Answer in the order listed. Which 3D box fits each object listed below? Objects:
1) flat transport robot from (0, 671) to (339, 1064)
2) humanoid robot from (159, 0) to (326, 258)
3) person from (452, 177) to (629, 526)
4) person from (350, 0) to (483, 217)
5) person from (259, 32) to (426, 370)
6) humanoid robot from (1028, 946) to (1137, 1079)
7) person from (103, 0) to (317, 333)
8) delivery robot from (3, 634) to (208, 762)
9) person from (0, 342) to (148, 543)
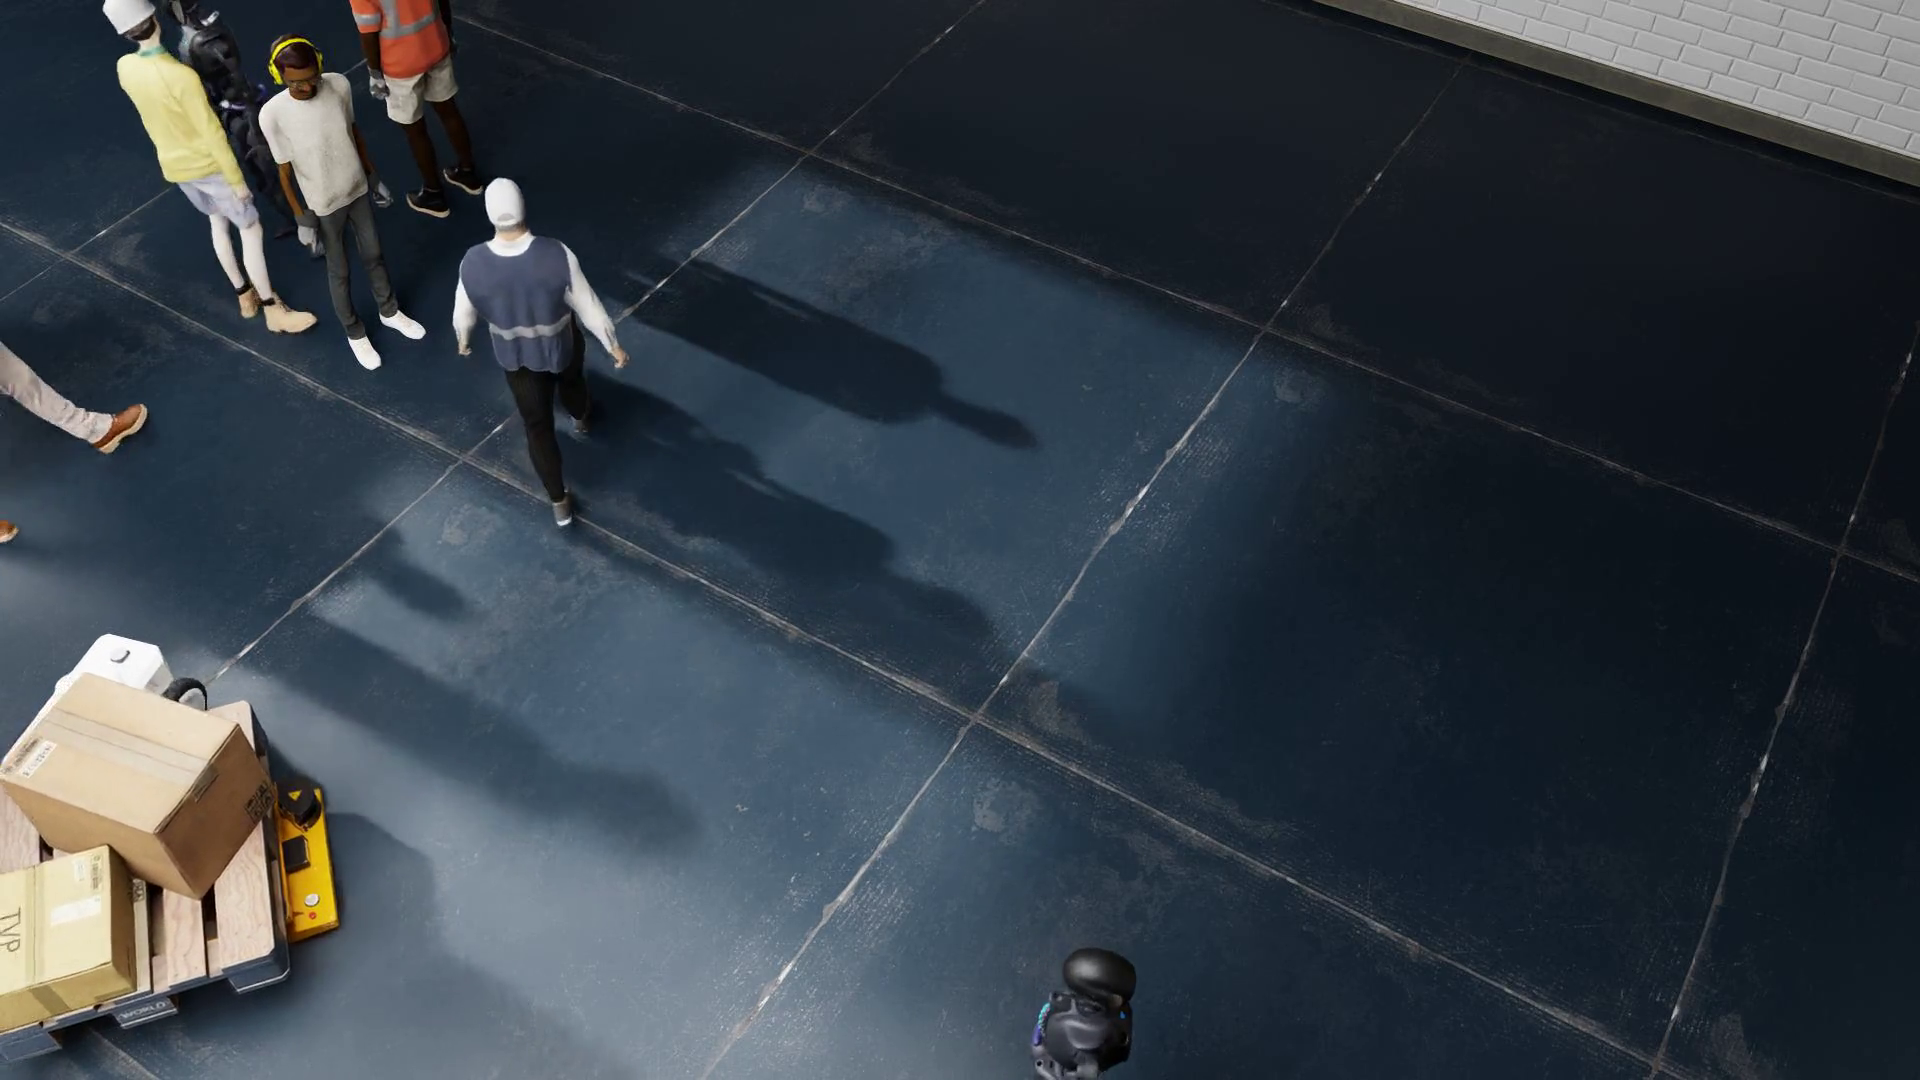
[{"bbox_3d":[-3.234,1.434,6.562,1.431,0.231,0.659,-15,51,-13],"label":"flat transport robot"},{"bbox_3d":[-3.767,-2.246,8.845,0.598,1.639,0.405,34,57,26],"label":"humanoid robot"},{"bbox_3d":[-1.938,-0.919,7.665,0.771,1.702,0.935,-9,49,-8],"label":"person"},{"bbox_3d":[-2.974,-2.657,9.023,0.380,1.952,0.610,26,54,21],"label":"person"},{"bbox_3d":[-3.057,-1.676,8.223,0.325,1.863,0.530,31,56,24],"label":"person"},{"bbox_3d":[0.357,1.770,5.337,0.377,1.655,0.599,4,49,4],"label":"humanoid robot"},{"bbox_3d":[-3.769,-1.863,8.403,0.741,1.842,0.382,22,52,18],"label":"person"},{"bbox_3d":[-3.598,0.767,6.966,0.499,0.611,0.812,12,50,10],"label":"delivery robot"},{"bbox_3d":[-4.447,-0.883,7.490,1.051,1.920,0.707,-22,52,-18],"label":"person"}]
